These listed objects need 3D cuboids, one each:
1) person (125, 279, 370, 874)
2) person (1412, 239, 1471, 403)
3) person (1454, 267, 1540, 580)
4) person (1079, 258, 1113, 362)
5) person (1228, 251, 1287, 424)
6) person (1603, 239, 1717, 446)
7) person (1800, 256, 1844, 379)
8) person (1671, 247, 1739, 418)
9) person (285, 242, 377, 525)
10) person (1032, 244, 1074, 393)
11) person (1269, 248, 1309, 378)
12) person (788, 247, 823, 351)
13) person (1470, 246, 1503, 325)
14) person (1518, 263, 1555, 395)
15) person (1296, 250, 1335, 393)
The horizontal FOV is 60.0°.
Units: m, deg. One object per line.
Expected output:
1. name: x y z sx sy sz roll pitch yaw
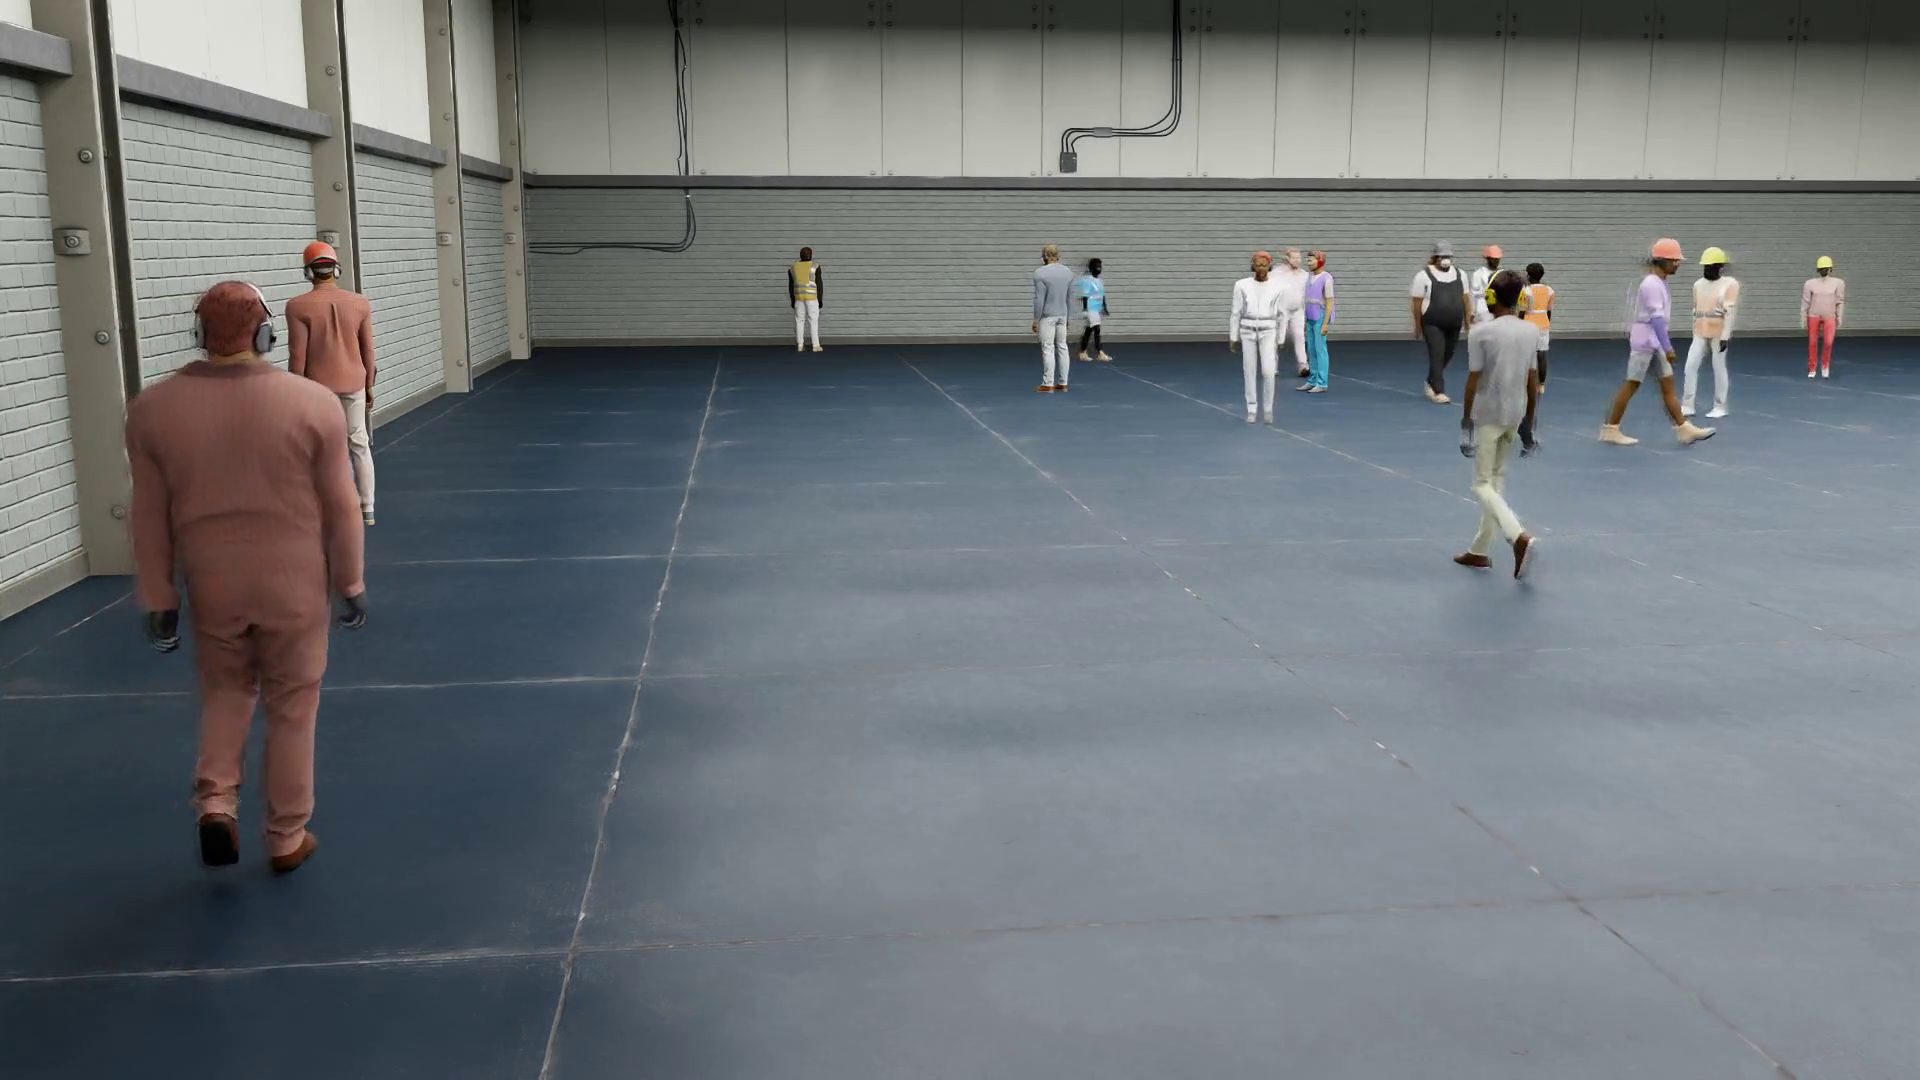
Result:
1. person: -2.208 0.133 5.244 0.652 1.890 0.453 -1 10 -6
2. person: 5.932 -2.738 20.585 0.677 2.000 0.963 -2 11 -11
3. person: 3.232 -0.690 9.896 0.518 1.851 0.771 -4 11 -20
4. person: 2.242 -3.706 26.884 0.776 1.661 0.544 6 12 28
5. person: 3.216 -2.179 18.009 0.597 1.866 0.619 3 11 15
6. person: 6.729 -1.864 15.925 1.037 1.989 0.619 7 12 33
7. person: 12.327 -3.179 23.816 0.547 1.741 0.660 5 12 27
8. person: 8.290 -2.284 18.485 0.808 1.896 0.608 -6 12 -29
9. person: -4.360 -1.061 11.545 0.611 1.985 0.393 -9 14 -42
10. person: 1.194 -2.868 21.600 0.629 1.931 0.371 -8 13 -36
11. person: 4.759 -3.271 24.035 0.660 1.852 1.010 -2 11 -11
12. person: -2.713 -4.258 29.463 0.622 1.845 0.430 3 11 17
13. person: 7.950 -3.432 24.803 0.565 1.882 0.975 -2 11 -11
14. person: 7.343 -2.695 21.302 0.532 1.693 0.319 -4 11 -20
15. person: 4.662 -2.835 21.646 0.375 1.843 0.575 -3 11 -14
